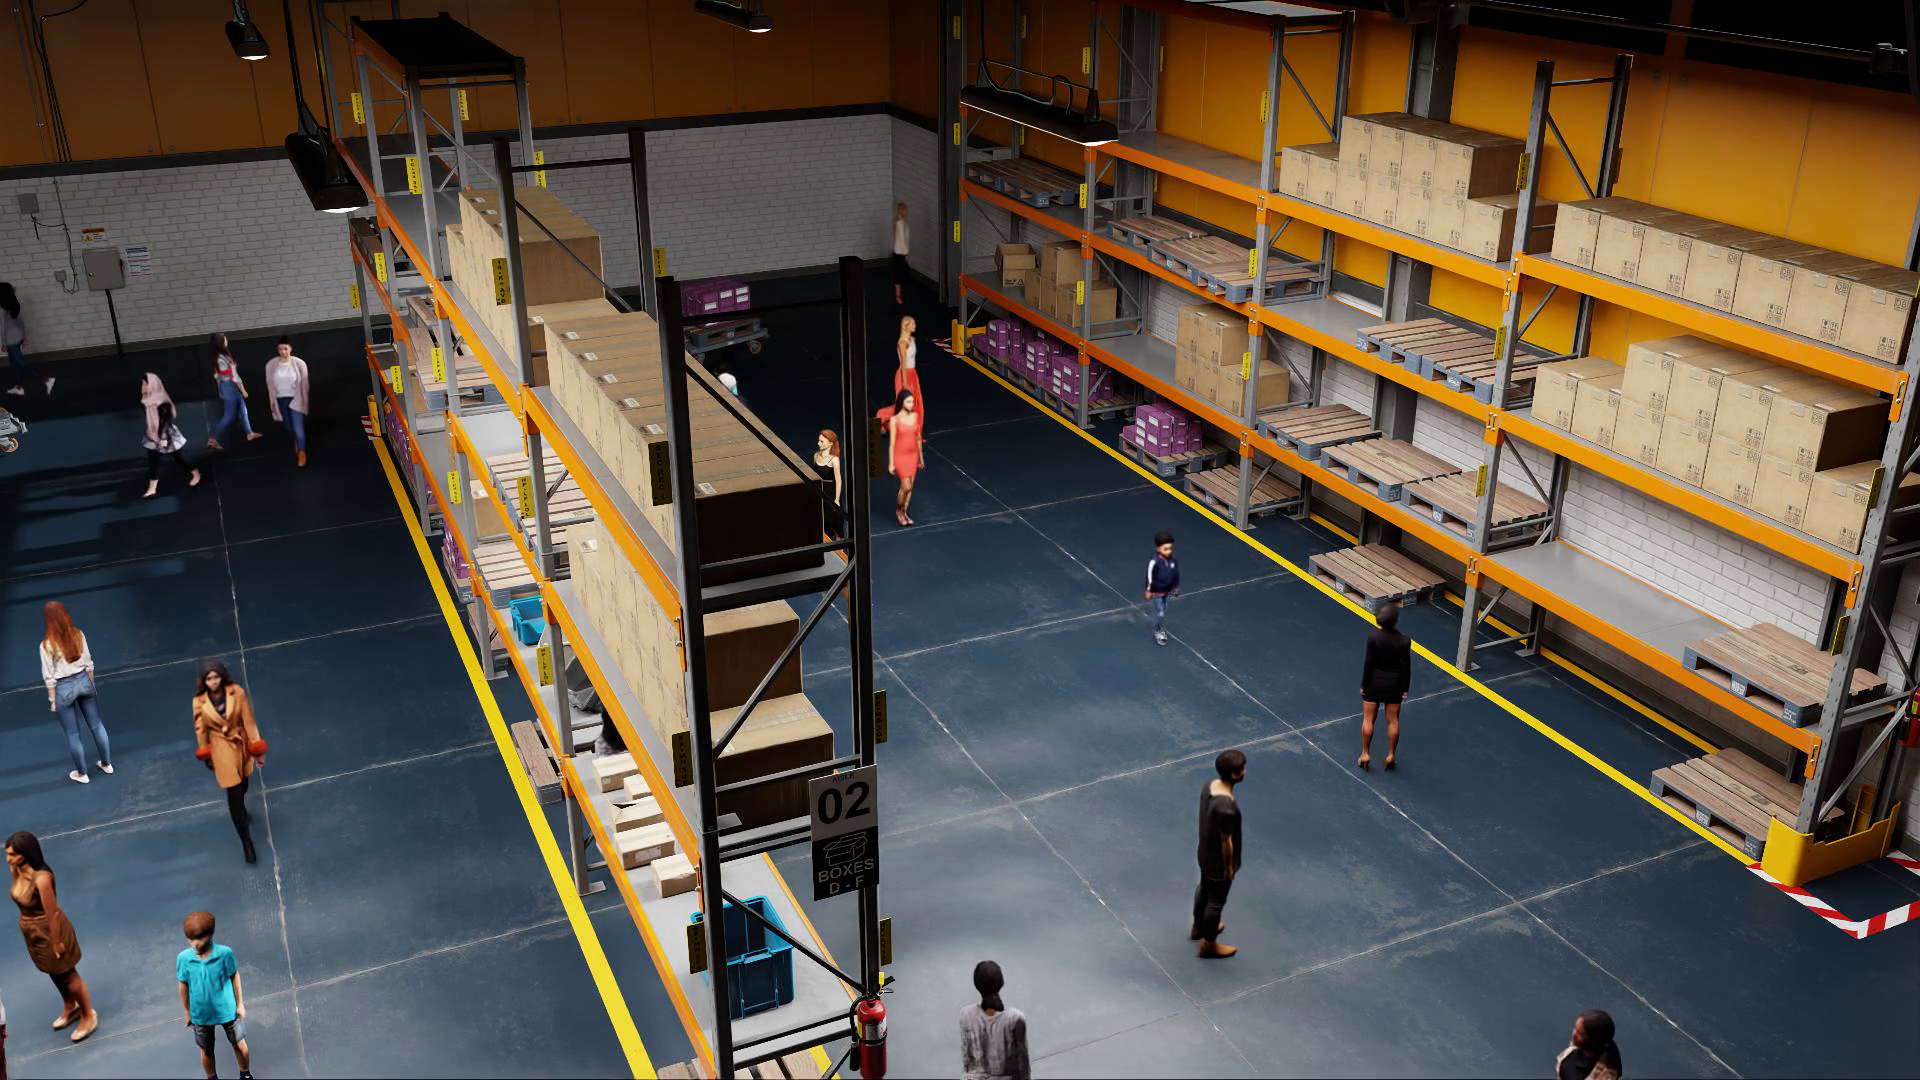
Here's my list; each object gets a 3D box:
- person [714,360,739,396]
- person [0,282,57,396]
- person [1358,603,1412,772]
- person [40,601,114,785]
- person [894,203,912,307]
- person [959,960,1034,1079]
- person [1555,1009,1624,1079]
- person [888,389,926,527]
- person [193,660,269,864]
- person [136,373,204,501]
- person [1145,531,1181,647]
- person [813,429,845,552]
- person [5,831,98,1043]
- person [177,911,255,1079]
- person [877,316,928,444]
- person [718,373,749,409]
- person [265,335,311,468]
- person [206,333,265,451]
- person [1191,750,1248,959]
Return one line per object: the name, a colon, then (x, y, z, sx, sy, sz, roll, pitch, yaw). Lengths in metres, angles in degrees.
person: (-2.885, -1.357, 20.806, 0.759, 1.762, 0.739, 19, 30, 36)
person: (-13.799, -2.914, 24.429, 0.974, 1.712, 1.099, 0, 24, 1)
person: (3.781, 1.318, 14.839, 0.688, 1.639, 0.733, 4, 24, 9)
person: (-7.835, 1.330, 14.700, 0.660, 1.729, 0.649, 15, 28, 31)
person: (-1.043, -5.014, 29.081, 0.856, 1.834, 0.606, -7, 25, -16)
person: (0.199, 3.365, 10.014, 0.786, 1.754, 0.841, 7, 25, 15)
person: (3.732, 3.471, 9.753, 0.898, 1.768, 1.046, -1, 24, -2)
person: (-0.709, -1.007, 20.074, 0.674, 1.707, 0.652, -19, 30, -36)
person: (-6.051, 1.747, 13.809, 0.778, 1.679, 1.205, -14, 27, -28)
person: (-9.946, -1.325, 20.949, 1.139, 1.588, 1.058, 16, 28, 32)
person: (2.074, 0.466, 17.318, 0.548, 1.216, 0.572, -13, 27, -27)
person: (-1.498, -0.493, 19.002, 0.612, 1.624, 0.714, 20, 31, 38)
person: (-6.330, 2.735, 11.542, 0.607, 1.684, 0.701, 14, 27, 29)
person: (-4.951, 3.084, 11.038, 0.555, 1.448, 0.529, -6, 24, -14)
person: (-0.803, -2.167, 22.630, 1.050, 1.785, 0.976, 9, 25, 20)
person: (-2.555, -1.102, 19.560, 0.957, 1.760, 0.909, 22, 32, 40)
person: (-8.880, -1.880, 22.071, 0.901, 1.707, 1.197, -3, 24, -7)
person: (-9.930, -1.977, 22.451, 1.089, 1.580, 0.924, 20, 31, 39)
person: (1.919, 2.327, 12.442, 0.725, 1.711, 0.561, -4, 24, -8)
